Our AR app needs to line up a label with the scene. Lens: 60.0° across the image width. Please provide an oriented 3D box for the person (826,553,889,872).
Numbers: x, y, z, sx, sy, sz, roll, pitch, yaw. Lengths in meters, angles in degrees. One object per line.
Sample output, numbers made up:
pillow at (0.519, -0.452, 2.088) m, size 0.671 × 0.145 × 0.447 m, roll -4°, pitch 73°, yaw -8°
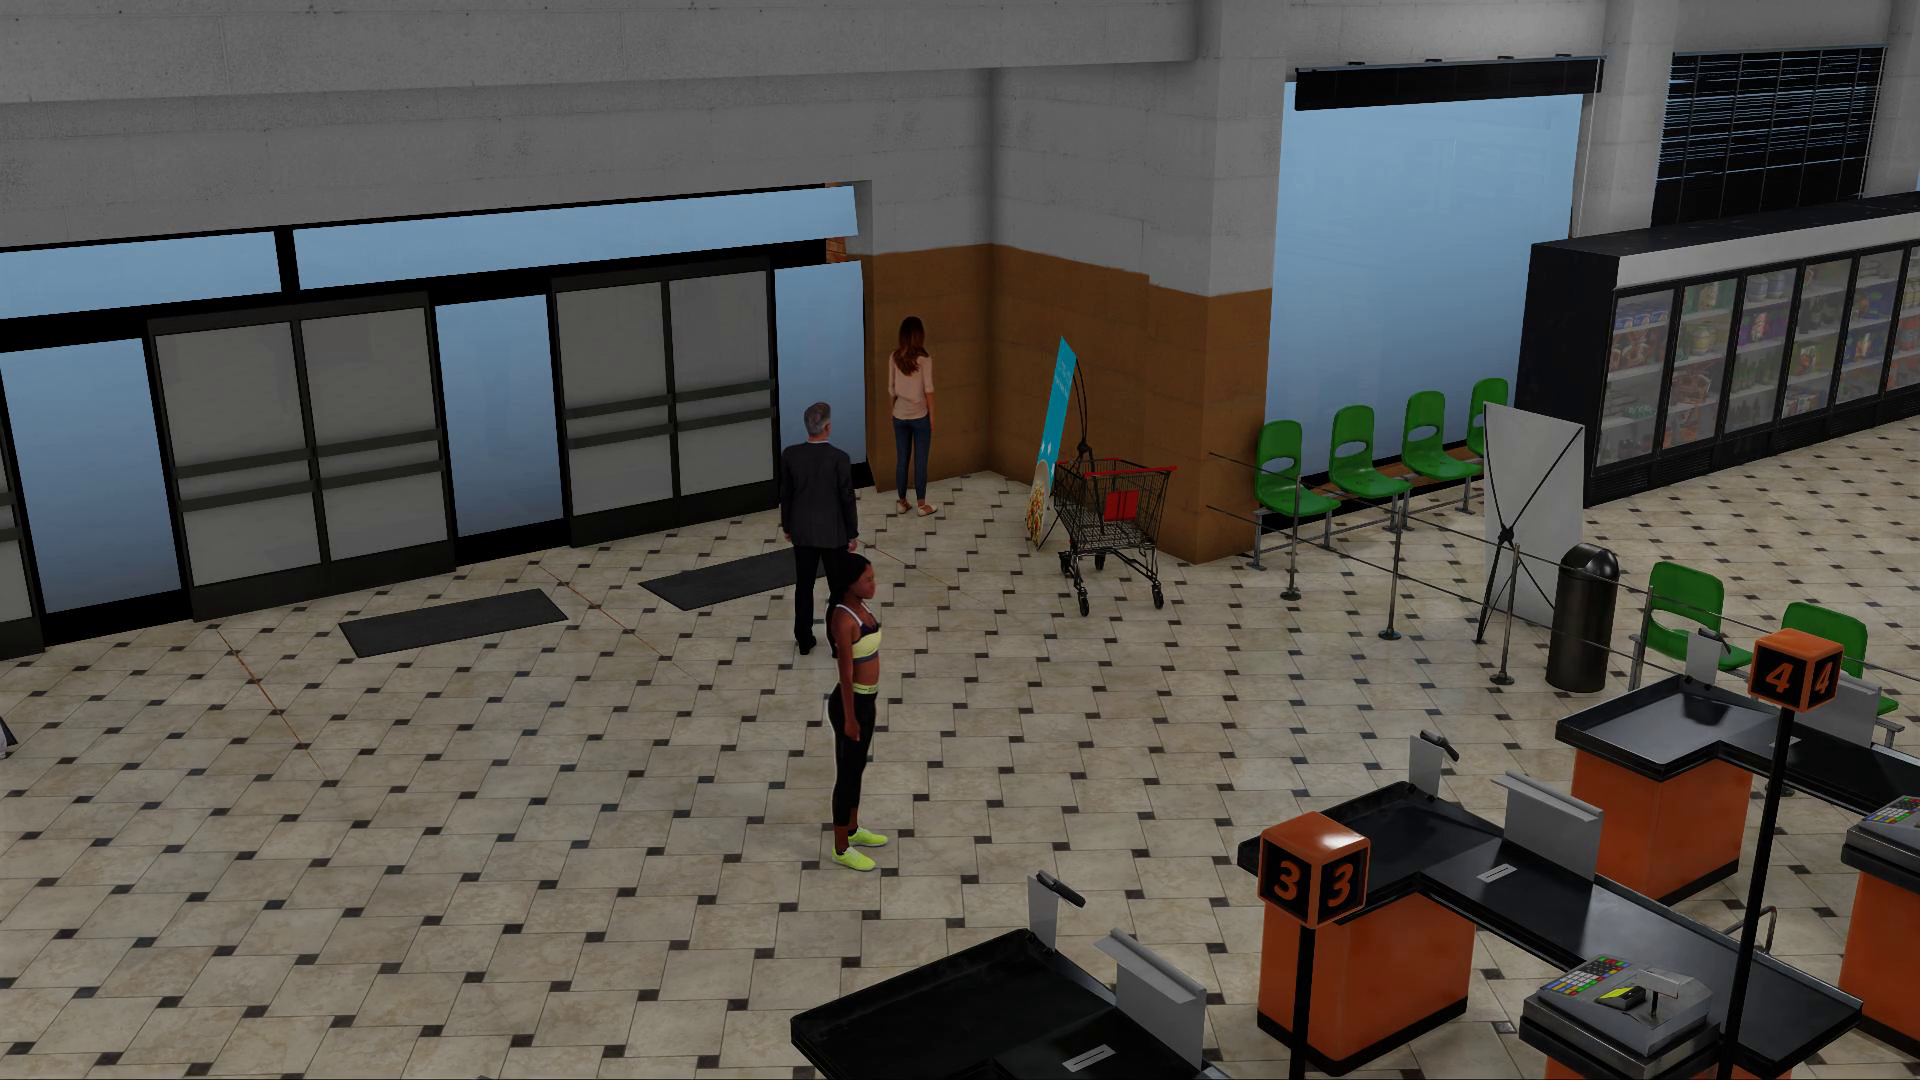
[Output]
person at (-0.579, 0.900, 8.928) m, size 0.694 × 1.754 × 0.639 m, roll 4°, pitch 19°, yaw 11°

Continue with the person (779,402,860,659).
person at (-0.981, -0.075, 11.685) m, size 0.777 × 1.840 × 0.871 m, roll 5°, pitch 19°, yaw 15°

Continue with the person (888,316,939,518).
person at (-0.434, -1.101, 14.801) m, size 0.614 × 1.792 × 0.731 m, roll 10°, pitch 21°, yaw 26°
